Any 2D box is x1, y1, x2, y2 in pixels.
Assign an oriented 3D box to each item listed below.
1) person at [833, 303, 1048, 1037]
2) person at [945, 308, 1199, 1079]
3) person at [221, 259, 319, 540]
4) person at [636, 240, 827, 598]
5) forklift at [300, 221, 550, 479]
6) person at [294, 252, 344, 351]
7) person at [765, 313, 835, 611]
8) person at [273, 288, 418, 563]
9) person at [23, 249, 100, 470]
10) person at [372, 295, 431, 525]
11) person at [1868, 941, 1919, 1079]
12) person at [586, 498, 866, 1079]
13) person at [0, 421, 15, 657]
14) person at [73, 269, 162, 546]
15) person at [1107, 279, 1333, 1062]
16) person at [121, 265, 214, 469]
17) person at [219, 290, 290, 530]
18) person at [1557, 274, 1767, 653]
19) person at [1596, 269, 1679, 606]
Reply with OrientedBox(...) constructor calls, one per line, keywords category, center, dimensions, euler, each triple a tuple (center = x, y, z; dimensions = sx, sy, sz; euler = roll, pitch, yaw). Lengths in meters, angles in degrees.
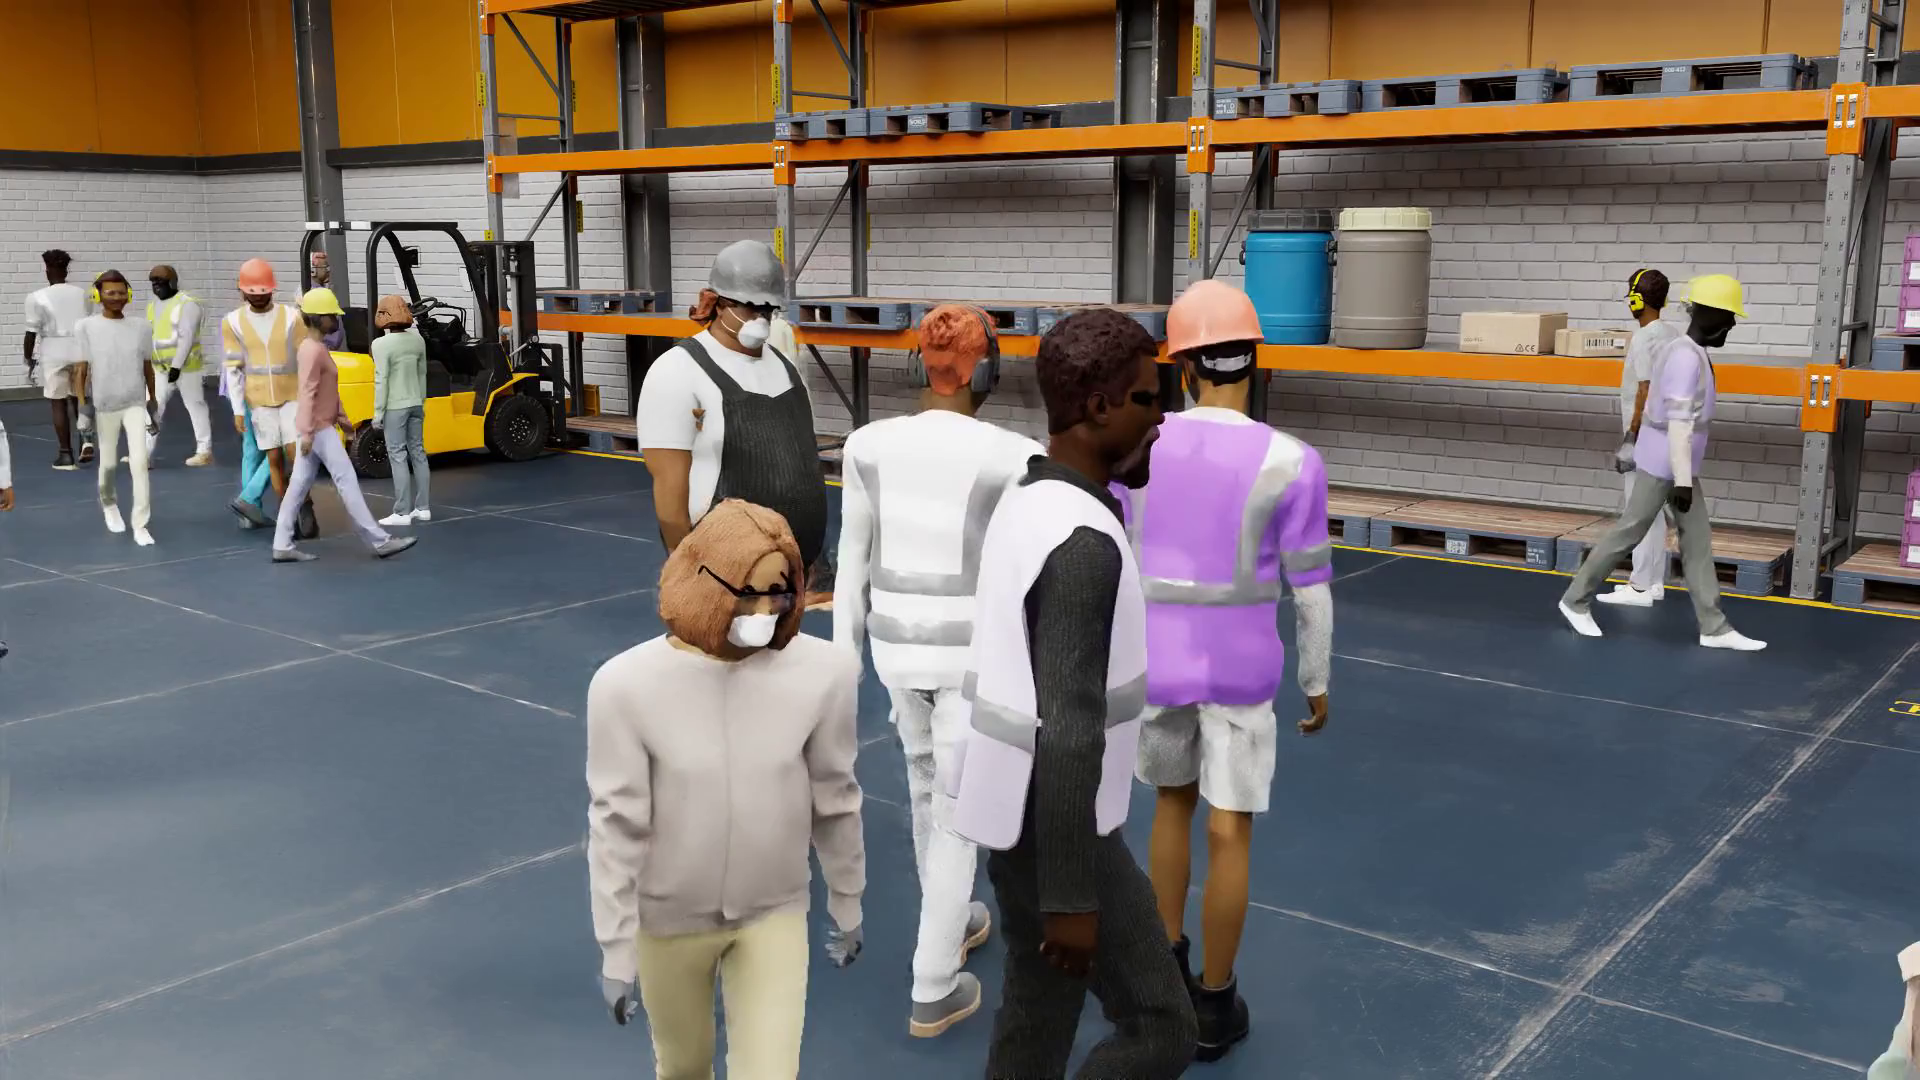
OrientedBox(category="person", center=(0.023, 0.311, 4.406), dimensions=(0.598, 1.856, 0.778), euler=(5, 11, 24))
OrientedBox(category="person", center=(0.204, 0.529, 3.091), dimensions=(0.459, 1.898, 0.620), euler=(-1, 10, -6))
OrientedBox(category="person", center=(-4.579, -0.916, 11.102), dimensions=(0.581, 1.895, 0.506), euler=(-2, 11, -13))
OrientedBox(category="person", center=(-0.689, 0.020, 5.519), dimensions=(0.535, 2.000, 0.674), euler=(7, 12, 34))
OrientedBox(category="forklift", center=(-4.922, -1.741, 14.854), dimensions=(1.214, 2.155, 2.313), euler=(8, 13, 38))
OrientedBox(category="person", center=(-5.970, -1.726, 15.563), dimensions=(0.407, 1.910, 0.640), euler=(-3, 11, -15))
OrientedBox(category="person", center=(-1.122, -0.575, 9.120), dimensions=(1.071, 1.930, 0.655), euler=(2, 11, 13))
OrientedBox(category="person", center=(-3.925, -0.706, 10.430), dimensions=(0.903, 1.723, 0.531), euler=(-4, 11, -21))
OrientedBox(category="person", center=(-7.935, -1.591, 14.712), dimensions=(0.422, 1.940, 0.719), euler=(9, 14, 41))
OrientedBox(category="person", center=(-3.993, -0.922, 11.867), dimensions=(0.279, 1.633, 0.505), euler=(4, 11, 22))
OrientedBox(category="person", center=(1.191, 0.875, 1.905), dimensions=(0.370, 1.634, 0.529), euler=(3, 11, 18))
OrientedBox(category="person", center=(-0.426, 0.688, 3.078), dimensions=(0.517, 1.585, 0.849), euler=(-3, 11, -15))
OrientedBox(category="person", center=(-4.925, -0.310, 8.059), dimensions=(0.956, 1.783, 0.612), euler=(7, 12, 33))
OrientedBox(category="person", center=(-5.699, -0.910, 11.254), dimensions=(0.531, 1.841, 0.895), euler=(-7, 13, -35))
OrientedBox(category="person", center=(0.633, 0.324, 4.140), dimensions=(0.558, 1.920, 0.472), euler=(5, 11, 24))
OrientedBox(category="person", center=(-7.020, -1.509, 14.668), dimensions=(0.618, 1.789, 0.942), euler=(4, 11, 19))
OrientedBox(category="person", center=(-4.907, -0.967, 11.596), dimensions=(0.585, 1.818, 0.445), euler=(7, 12, 33))
OrientedBox(category="person", center=(3.523, -0.391, 8.329), dimensions=(1.002, 1.867, 0.603), euler=(7, 12, 33))
OrientedBox(category="person", center=(3.791, -0.562, 9.240), dimensions=(0.311, 1.863, 0.534), euler=(9, 13, 40))
